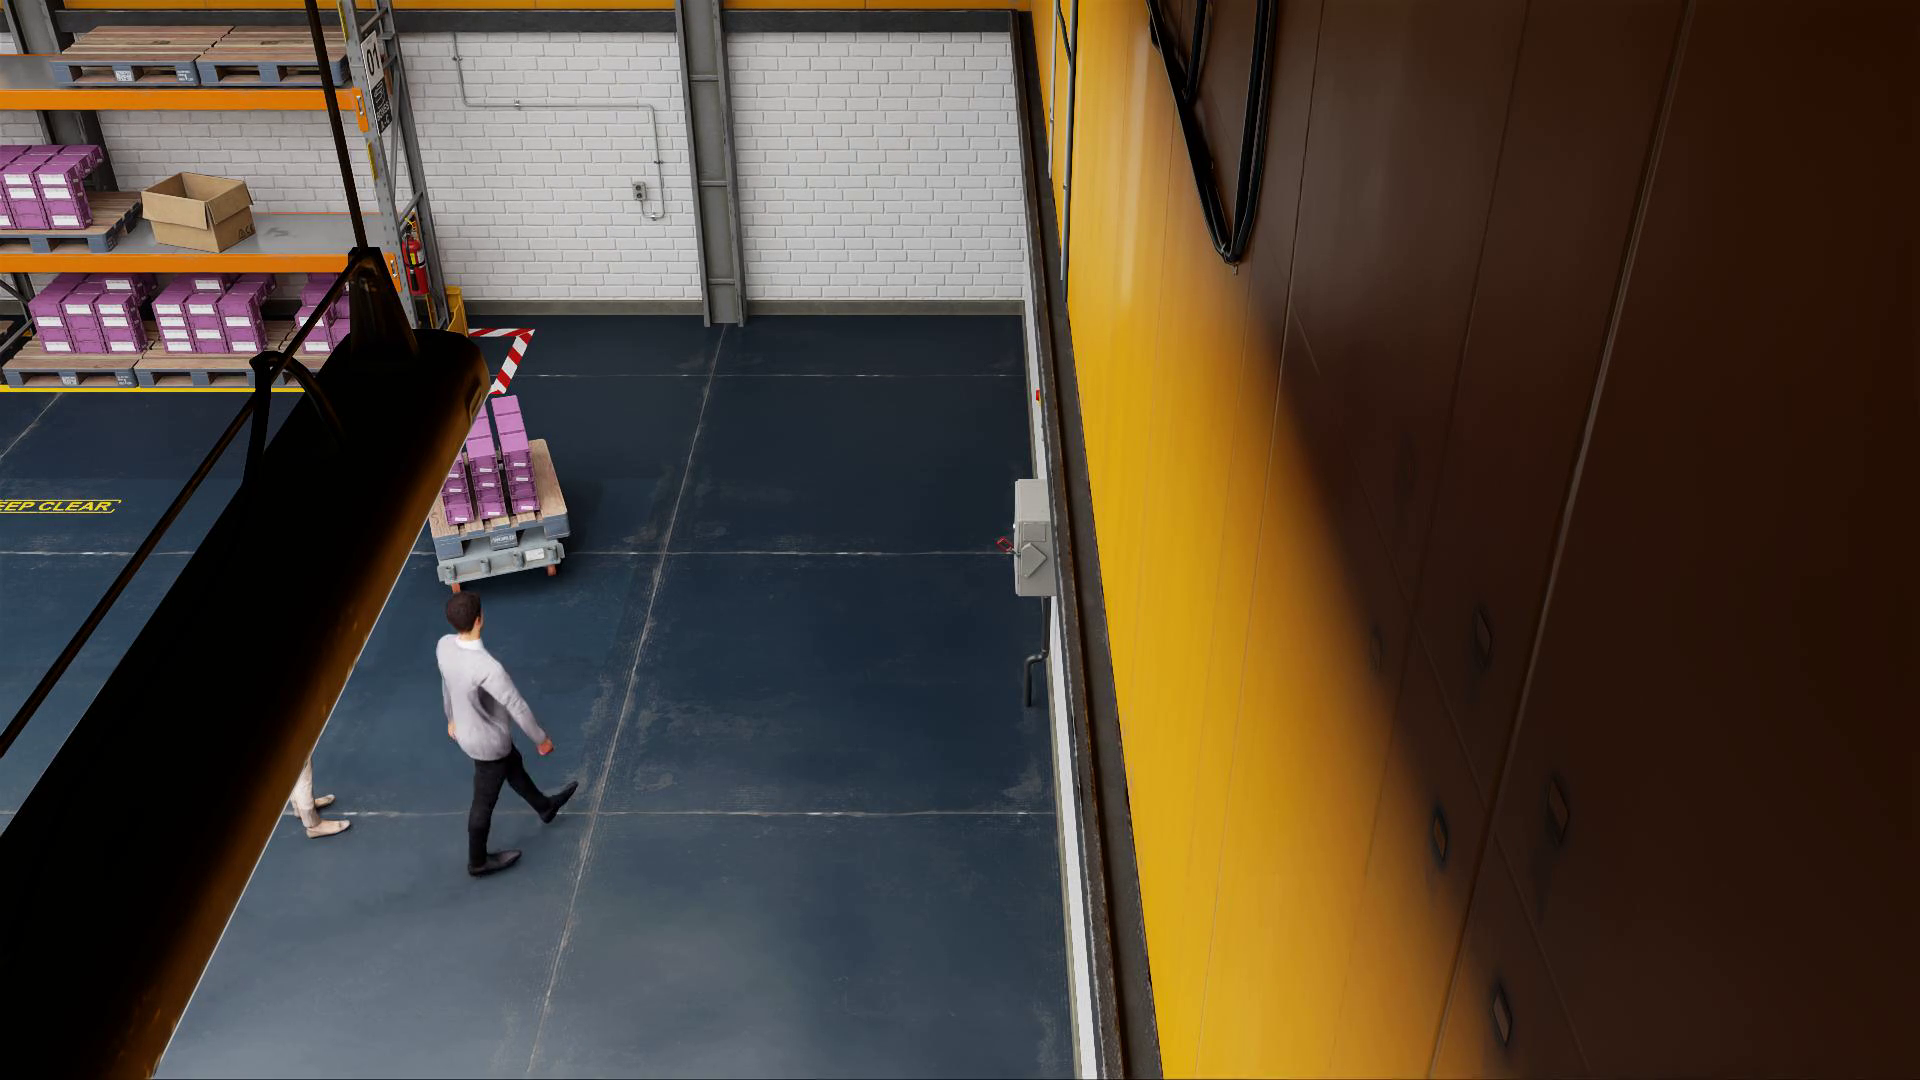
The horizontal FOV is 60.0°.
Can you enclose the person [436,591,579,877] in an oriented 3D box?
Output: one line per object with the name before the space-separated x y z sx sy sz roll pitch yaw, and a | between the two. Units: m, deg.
person | -2.900 1.213 9.863 1.269 1.878 1.183 -24 40 -31
